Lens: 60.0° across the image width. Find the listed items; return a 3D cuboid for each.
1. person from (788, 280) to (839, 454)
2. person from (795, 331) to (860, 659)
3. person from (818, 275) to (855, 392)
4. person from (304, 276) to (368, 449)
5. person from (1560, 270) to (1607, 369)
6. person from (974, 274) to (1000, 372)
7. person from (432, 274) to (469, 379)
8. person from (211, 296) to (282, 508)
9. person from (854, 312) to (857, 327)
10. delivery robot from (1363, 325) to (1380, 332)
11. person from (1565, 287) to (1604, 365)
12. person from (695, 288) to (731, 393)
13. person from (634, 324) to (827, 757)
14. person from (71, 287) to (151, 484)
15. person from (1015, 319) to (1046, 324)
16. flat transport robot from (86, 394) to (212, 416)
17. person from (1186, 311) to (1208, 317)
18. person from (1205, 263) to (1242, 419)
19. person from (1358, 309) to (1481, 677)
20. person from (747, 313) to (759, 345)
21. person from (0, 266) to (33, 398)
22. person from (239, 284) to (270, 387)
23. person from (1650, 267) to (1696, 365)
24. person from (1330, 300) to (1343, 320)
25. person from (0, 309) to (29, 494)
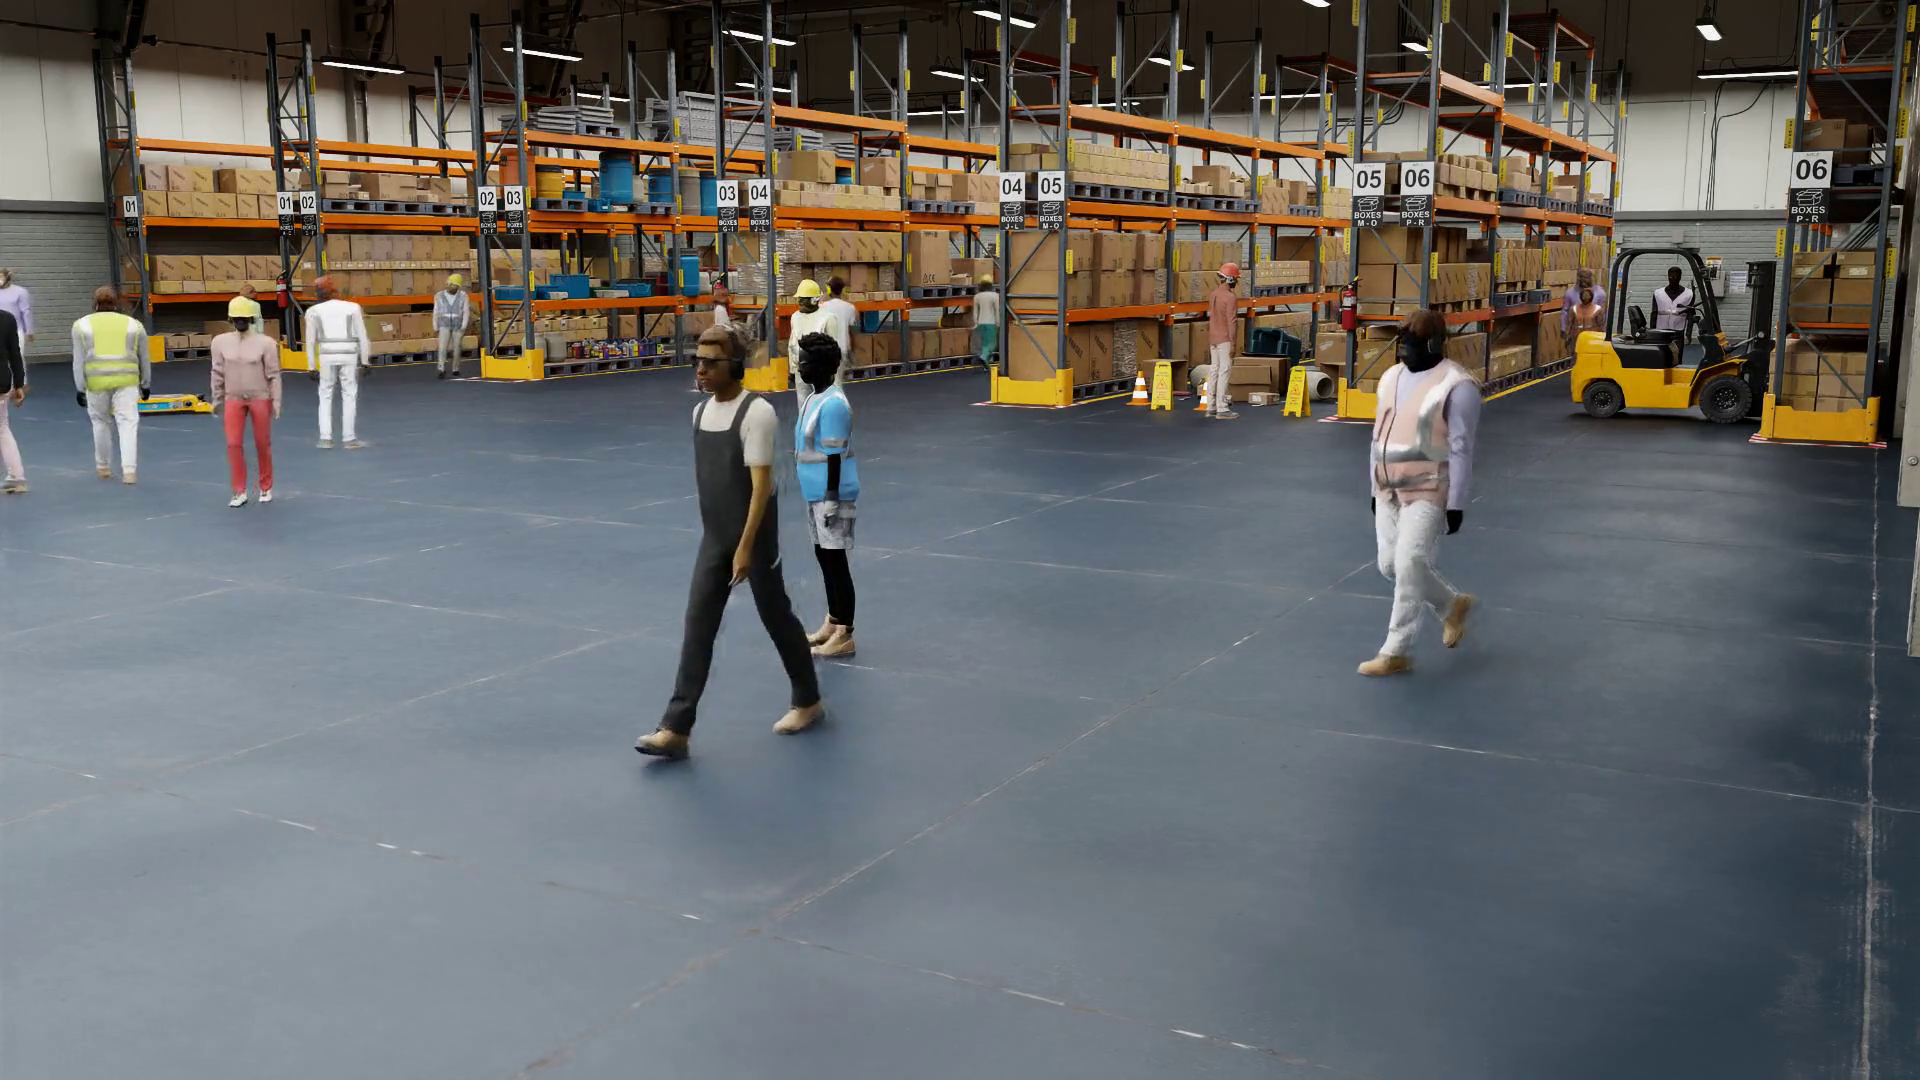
[{"bbox_3d":[-1.553,-1.794,17.358,0.600,1.827,0.403,6,11,31],"label":"person"},{"bbox_3d":[-0.696,-0.234,8.640,0.321,1.689,0.530,-3,10,-19],"label":"person"},{"bbox_3d":[-1.490,-2.283,20.187,0.521,1.851,0.720,-5,11,-27],"label":"person"},{"bbox_3d":[-6.677,-1.885,17.832,0.626,1.858,0.407,-3,10,-17],"label":"person"},{"bbox_3d":[9.899,-3.360,26.472,0.647,1.851,1.035,5,11,28],"label":"person"},{"bbox_3d":[0.464,-3.855,29.618,0.529,1.752,0.474,6,11,29],"label":"person"},{"bbox_3d":[-8.637,-3.613,28.226,0.605,1.758,0.883,-3,10,-17],"label":"person"},{"bbox_3d":[-5.932,-1.140,13.802,0.573,1.732,0.753,-2,10,-12],"label":"person"},{"bbox_3d":[-2.189,-4.681,34.124,0.537,1.873,1.037,2,10,13],"label":"person"},{"bbox_3d":[9.382,-4.630,37.413,0.707,0.478,0.477,-2,10,-10],"label":"delivery robot"},{"bbox_3d":[9.443,-3.015,25.155,0.531,1.609,0.811,5,11,29],"label":"person"},{"bbox_3d":[-3.599,-2.962,24.833,0.667,1.609,0.504,-1,10,-5],"label":"person"},{"bbox_3d":[-0.944,0.001,6.986,0.532,1.798,0.993,8,12,38],"label":"person"},{"bbox_3d":[-7.800,-1.423,15.333,0.644,1.784,0.988,-6,11,-30],"label":"person"},{"bbox_3d":[1.075,-3.289,25.897,0.551,1.910,0.911,6,11,31],"label":"person"},{"bbox_3d":[-10.649,-1.782,21.846,1.431,0.197,0.652,-6,11,-32],"label":"flat transport robot"},{"bbox_3d":[5.302,-5.079,37.249,0.525,1.604,0.800,0,10,2],"label":"person"},{"bbox_3d":[3.393,-2.541,21.278,0.402,1.989,0.614,-3,10,-19],"label":"person"},{"bbox_3d":[2.321,-0.245,8.317,0.749,1.820,0.637,-5,11,-27],"label":"person"},{"bbox_3d":[-4.767,-5.348,38.781,0.510,1.620,0.443,3,10,16],"label":"person"},{"bbox_3d":[-13.883,-3.017,24.245,0.653,1.921,0.453,-2,10,-11],"label":"person"},{"bbox_3d":[-11.206,-3.224,26.303,0.498,1.634,0.278,3,10,20],"label":"person"},{"bbox_3d":[10.492,-3.064,24.536,0.599,1.917,0.377,5,11,28],"label":"person"},{"bbox_3d":[8.852,-5.483,38.831,0.799,1.873,0.668,-6,11,-32],"label":"person"},{"bbox_3d":[-8.367,-1.326,14.210,0.545,1.973,0.617,6,11,29],"label":"person"}]
